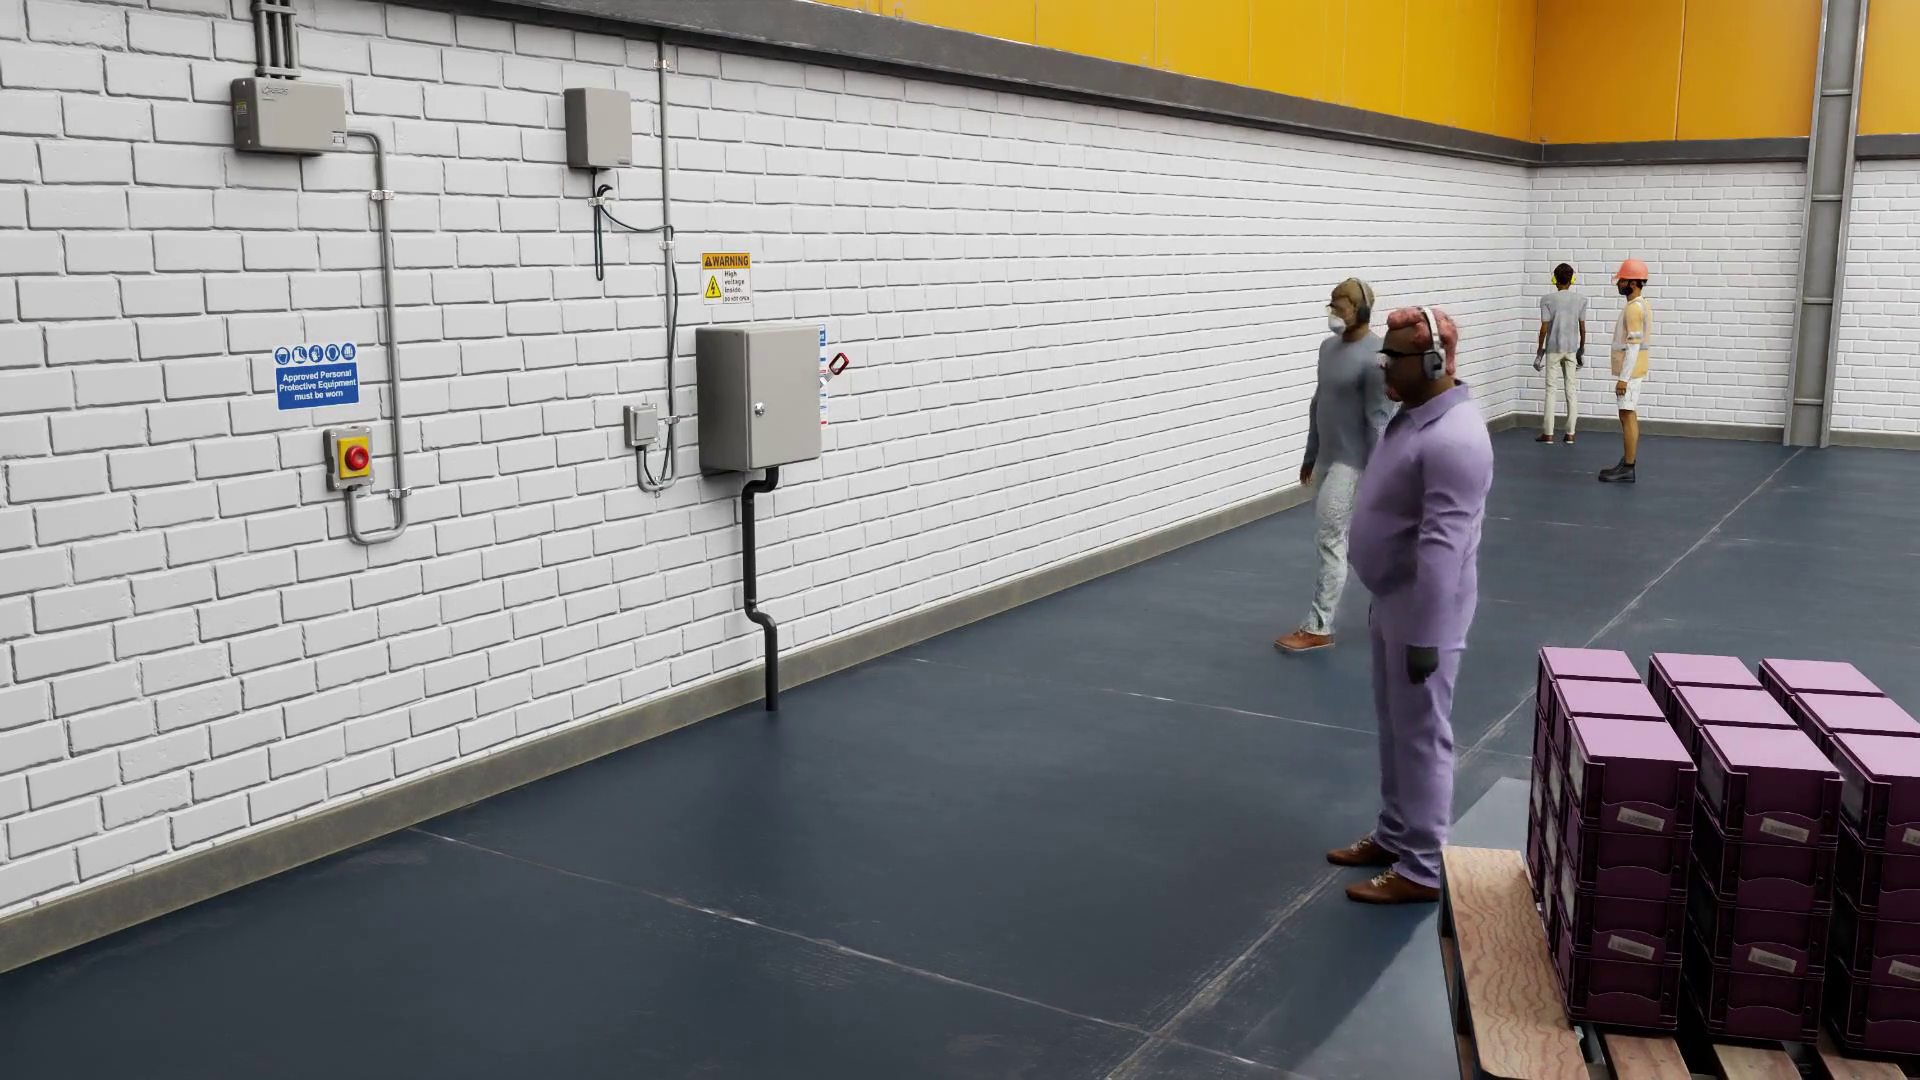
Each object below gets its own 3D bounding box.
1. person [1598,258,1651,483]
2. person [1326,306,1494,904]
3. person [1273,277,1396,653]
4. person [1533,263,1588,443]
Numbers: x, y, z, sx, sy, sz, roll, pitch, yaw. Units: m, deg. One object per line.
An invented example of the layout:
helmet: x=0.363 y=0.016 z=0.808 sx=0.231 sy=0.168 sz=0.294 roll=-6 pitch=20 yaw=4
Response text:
person: x=5.800 y=-1.466 z=14.468 sx=0.350 sy=1.942 sz=0.545 roll=5 pitch=11 yaw=24
person: x=1.433 y=0.213 z=5.291 sx=0.404 sy=1.901 sz=0.649 roll=1 pitch=10 yaw=3
person: x=2.023 y=-0.387 z=8.553 sx=0.822 sy=1.917 sz=0.650 roll=-2 pitch=10 yaw=-11
person: x=6.213 y=-1.926 z=17.233 sx=0.521 sy=1.865 sz=0.328 roll=0 pitch=10 yaw=0
